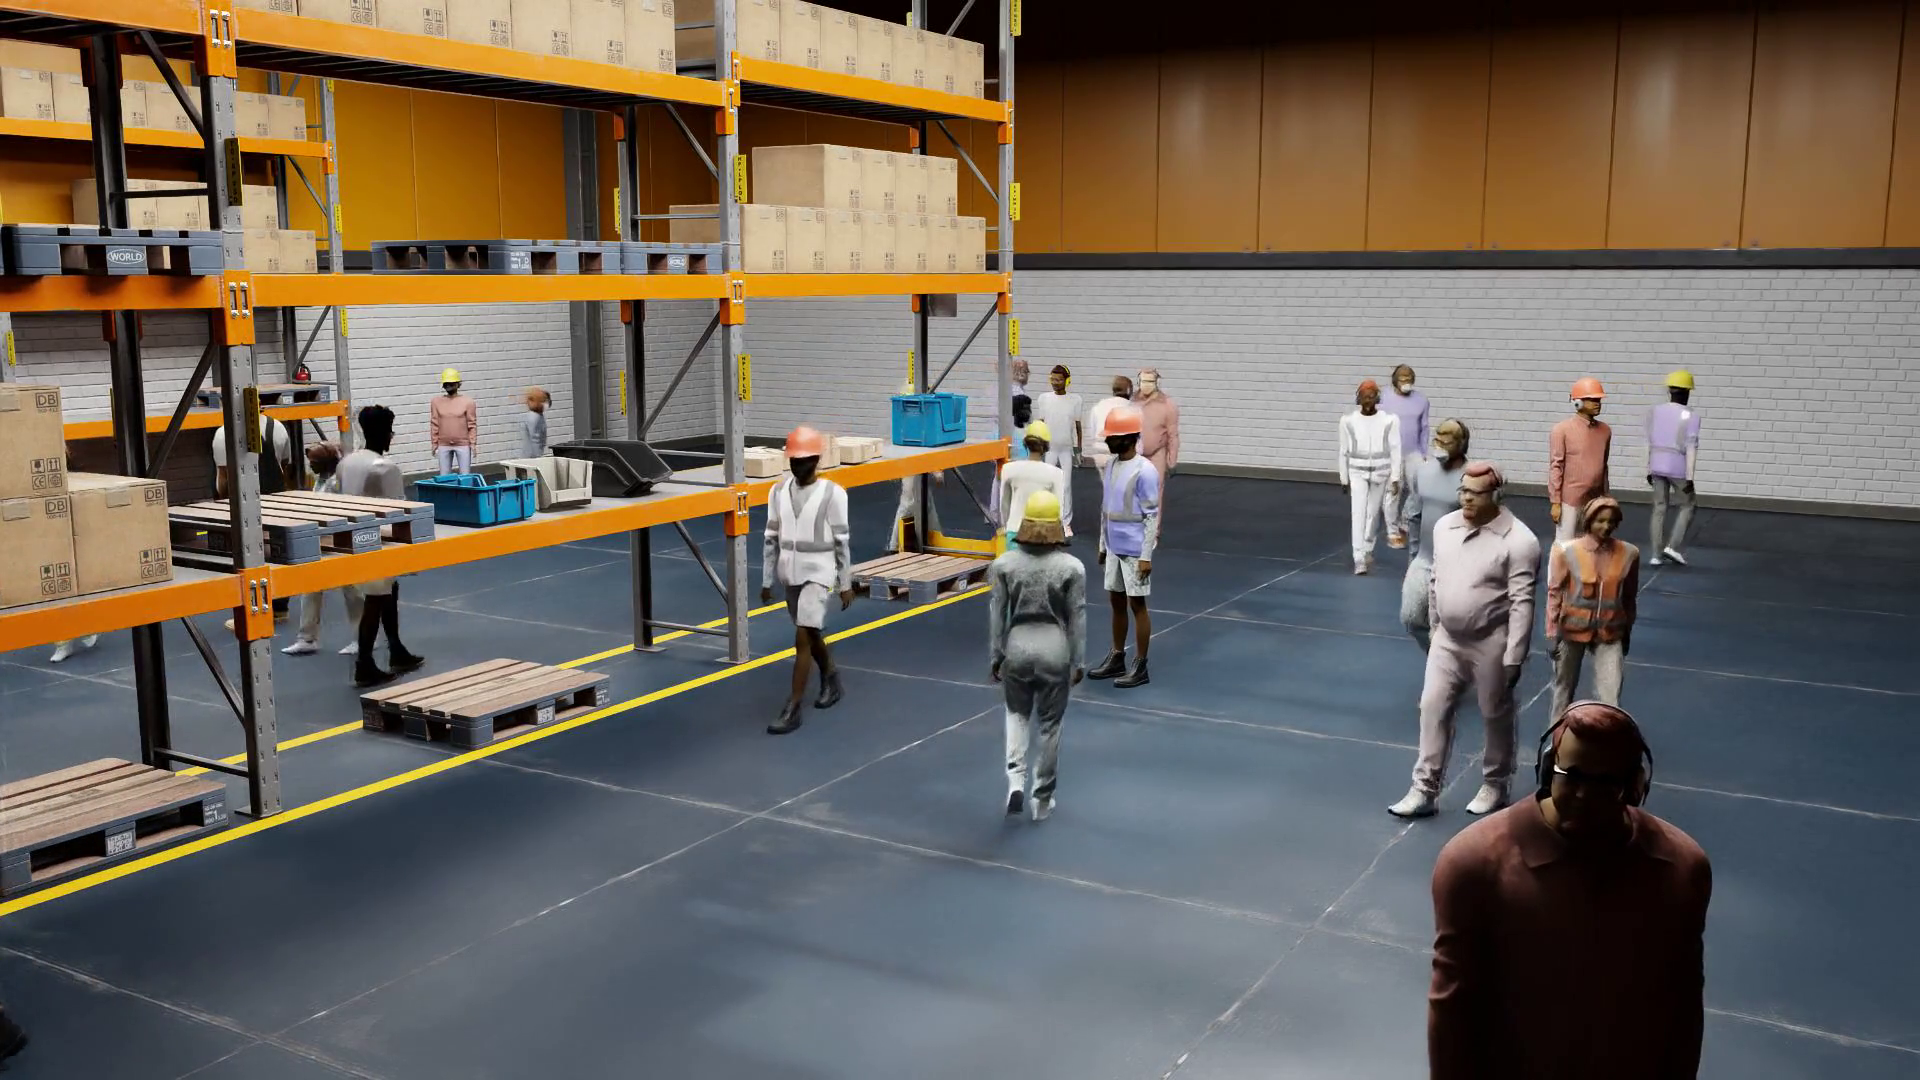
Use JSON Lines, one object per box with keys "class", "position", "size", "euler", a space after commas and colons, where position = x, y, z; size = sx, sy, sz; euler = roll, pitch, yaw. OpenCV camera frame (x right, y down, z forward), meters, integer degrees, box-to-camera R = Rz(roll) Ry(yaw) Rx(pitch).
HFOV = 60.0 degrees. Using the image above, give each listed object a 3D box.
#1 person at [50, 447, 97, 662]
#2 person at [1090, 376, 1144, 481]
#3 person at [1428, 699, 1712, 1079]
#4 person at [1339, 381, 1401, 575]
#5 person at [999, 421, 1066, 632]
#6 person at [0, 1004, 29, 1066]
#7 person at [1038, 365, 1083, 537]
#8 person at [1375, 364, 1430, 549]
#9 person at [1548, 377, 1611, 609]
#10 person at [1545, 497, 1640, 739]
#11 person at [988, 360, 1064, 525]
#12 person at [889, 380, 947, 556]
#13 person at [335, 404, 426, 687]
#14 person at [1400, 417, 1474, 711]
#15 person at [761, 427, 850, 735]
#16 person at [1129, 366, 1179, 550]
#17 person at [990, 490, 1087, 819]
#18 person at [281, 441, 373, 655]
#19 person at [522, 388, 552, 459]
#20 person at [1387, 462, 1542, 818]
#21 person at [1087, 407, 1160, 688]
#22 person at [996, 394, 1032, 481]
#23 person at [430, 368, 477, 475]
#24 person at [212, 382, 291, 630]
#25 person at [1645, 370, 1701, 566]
{"class": "person", "position": [-6.608, 0.076, 12.232], "size": [0.547, 1.622, 0.399], "euler": [-2, 9, -10]}
{"class": "person", "position": [1.600, -0.773, 17.044], "size": [0.649, 1.797, 0.521], "euler": [9, 13, 43]}
{"class": "person", "position": [1.386, 1.292, 3.785], "size": [0.643, 1.905, 0.400], "euler": [0, 9, -2]}
{"class": "person", "position": [3.926, -0.619, 15.988], "size": [0.575, 1.828, 1.033], "euler": [1, 9, 9]}
{"class": "person", "position": [0.548, -0.056, 12.780], "size": [0.529, 1.718, 0.925], "euler": [2, 9, 11]}
{"class": "person", "position": [-3.481, 1.040, 5.420], "size": [0.558, 1.896, 0.991], "euler": [4, 10, 22]}
{"class": "person", "position": [1.071, -0.956, 17.942], "size": [0.520, 1.865, 0.332], "euler": [1, 9, 7]}
{"class": "person", "position": [4.540, -0.849, 17.094], "size": [0.644, 1.918, 0.448], "euler": [-2, 9, -11]}
{"class": "person", "position": [5.092, -0.338, 13.663], "size": [0.615, 1.997, 0.373], "euler": [-4, 10, -24]}
{"class": "person", "position": [3.568, 0.546, 9.418], "size": [0.538, 1.587, 0.881], "euler": [1, 9, 5]}
{"class": "person", "position": [0.742, -1.088, 18.748], "size": [0.925, 1.866, 0.660], "euler": [-3, 10, -19]}
{"class": "person", "position": [-0.338, -0.699, 16.547], "size": [0.871, 1.796, 0.606], "euler": [-2, 9, -13]}
{"class": "person", "position": [-3.977, 0.023, 11.603], "size": [0.653, 1.928, 0.813], "euler": [7, 11, 37]}
{"class": "person", "position": [3.119, 0.171, 10.709], "size": [0.426, 1.925, 0.661], "euler": [-6, 11, -35]}
{"class": "person", "position": [-0.973, 0.214, 10.557], "size": [0.557, 1.893, 0.978], "euler": [4, 10, 25]}
{"class": "person", "position": [1.908, -0.830, 17.035], "size": [0.677, 1.893, 0.399], "euler": [3, 10, 21]}
{"class": "person", "position": [0.405, 0.604, 8.615], "size": [0.499, 1.728, 0.406], "euler": [2, 9, 13]}
{"class": "person", "position": [-4.717, 0.083, 12.265], "size": [0.729, 1.607, 0.507], "euler": [-8, 12, -41]}
{"class": "person", "position": [-4.668, -0.882, 18.285], "size": [0.431, 1.594, 0.537], "euler": [-1, 9, -5]}
{"class": "person", "position": [2.592, 0.540, 8.557], "size": [0.877, 1.869, 0.677], "euler": [-7, 12, -38]}
{"class": "person", "position": [1.127, 0.051, 11.442], "size": [0.376, 1.933, 0.545], "euler": [-5, 10, -30]}
{"class": "person", "position": [0.573, -0.558, 16.006], "size": [0.542, 1.686, 0.393], "euler": [-9, 13, -43]}
{"class": "person", "position": [-5.783, -1.078, 19.003], "size": [0.523, 1.769, 0.319], "euler": [0, 9, -3]}
{"class": "person", "position": [-5.713, -0.303, 13.311], "size": [0.537, 2.000, 0.675], "euler": [4, 10, 23]}
{"class": "person", "position": [6.899, -0.685, 16.105], "size": [0.420, 1.914, 0.591], "euler": [-7, 11, -36]}
